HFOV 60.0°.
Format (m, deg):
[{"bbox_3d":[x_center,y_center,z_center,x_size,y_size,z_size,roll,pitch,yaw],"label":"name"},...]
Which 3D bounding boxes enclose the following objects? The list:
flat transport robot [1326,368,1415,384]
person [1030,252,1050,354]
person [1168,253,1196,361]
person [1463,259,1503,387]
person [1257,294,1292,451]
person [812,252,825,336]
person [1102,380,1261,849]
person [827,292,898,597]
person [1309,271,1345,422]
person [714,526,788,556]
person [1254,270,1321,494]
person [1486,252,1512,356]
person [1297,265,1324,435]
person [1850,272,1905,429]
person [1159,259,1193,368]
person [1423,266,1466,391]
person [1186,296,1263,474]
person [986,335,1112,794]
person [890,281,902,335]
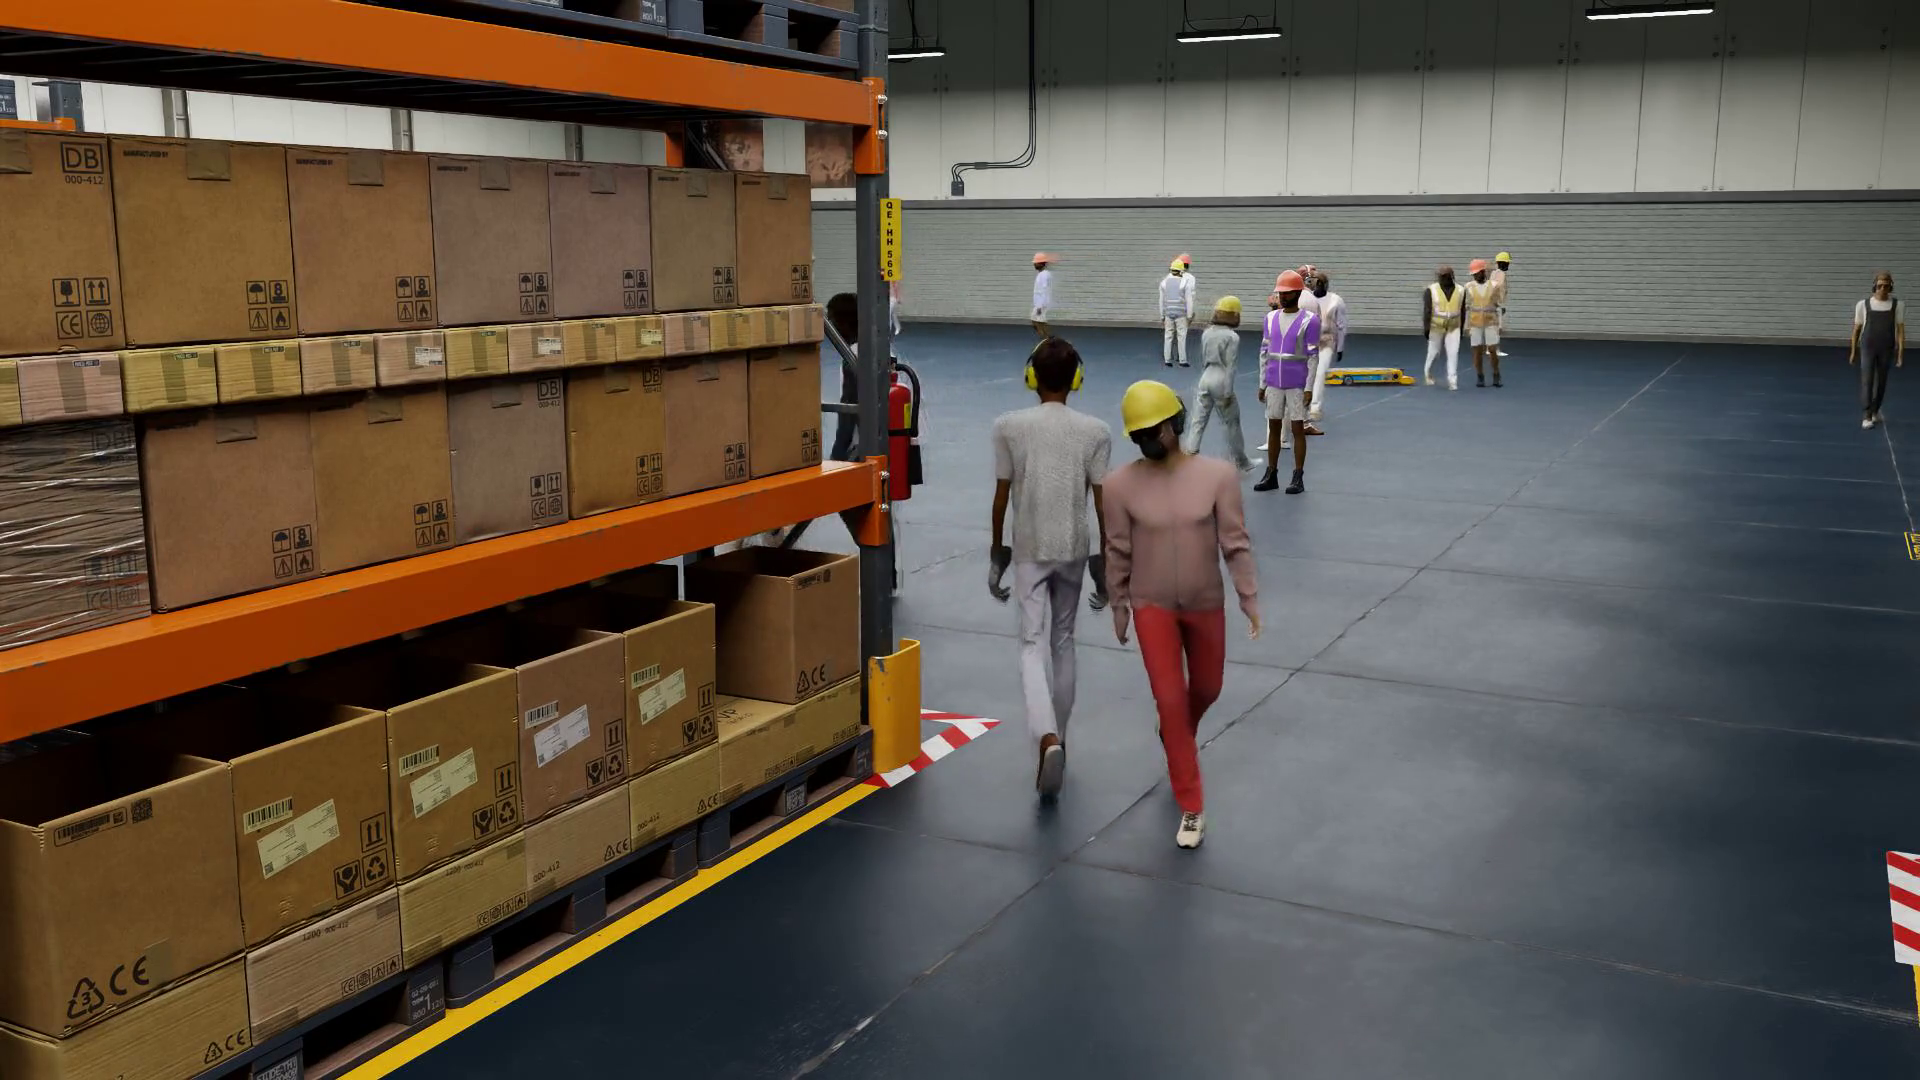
[{"bbox_3d":[6.058,-2.484,25.119,1.431,0.197,0.652,-1,10,-7],"label":"flat transport robot"},{"bbox_3d":[1.522,-4.420,31.178,0.439,1.922,0.547,-2,11,-9],"label":"person"},{"bbox_3d":[3.930,-4.132,29.594,0.580,1.923,0.445,8,13,38],"label":"person"},{"bbox_3d":[7.691,-3.188,24.536,0.595,1.889,0.509,3,11,18],"label":"person"},{"bbox_3d":[3.321,-1.739,17.346,0.313,1.635,0.518,10,14,42],"label":"person"},{"bbox_3d":[-3.445,-5.433,36.756,0.835,1.903,0.589,-7,13,-34],"label":"person"},{"bbox_3d":[0.823,0.230,6.365,0.585,1.712,0.803,0,10,-1],"label":"person"},{"bbox_3d":[-0.604,-0.569,10.236,0.503,1.892,0.601,0,10,0],"label":"person"},{"bbox_3d":[4.387,-2.376,20.339,0.638,1.820,0.848,6,12,30],"label":"person"},{"bbox_3d":[-1.125,-0.192,9.036,0.527,1.586,0.874,5,12,27],"label":"person"},{"bbox_3d":[2.850,-1.372,14.509,0.544,1.939,0.354,8,13,36],"label":"person"},{"bbox_3d":[10.063,-4.401,31.052,0.380,1.928,0.586,0,10,2],"label":"person"},{"bbox_3d":[3.888,-2.138,18.773,0.408,1.908,0.643,-3,11,-18],"label":"person"},{"bbox_3d":[10.805,-2.242,19.602,0.524,1.821,0.883,4,11,22],"label":"person"},{"bbox_3d":[3.665,-3.817,28.122,0.587,1.835,0.403,6,12,31],"label":"person"},{"bbox_3d":[7.080,-3.115,24.374,0.629,1.812,0.822,1,10,3],"label":"person"},{"bbox_3d":[2.410,-1.393,15.301,0.944,1.681,0.513,-9,14,-40],"label":"person"},{"bbox_3d":[0.375,0.093,6.814,0.520,1.839,0.832,-1,10,-6],"label":"person"},{"bbox_3d":[-1.542,-5.451,37.321,0.525,1.733,0.851,8,13,36],"label":"person"}]
